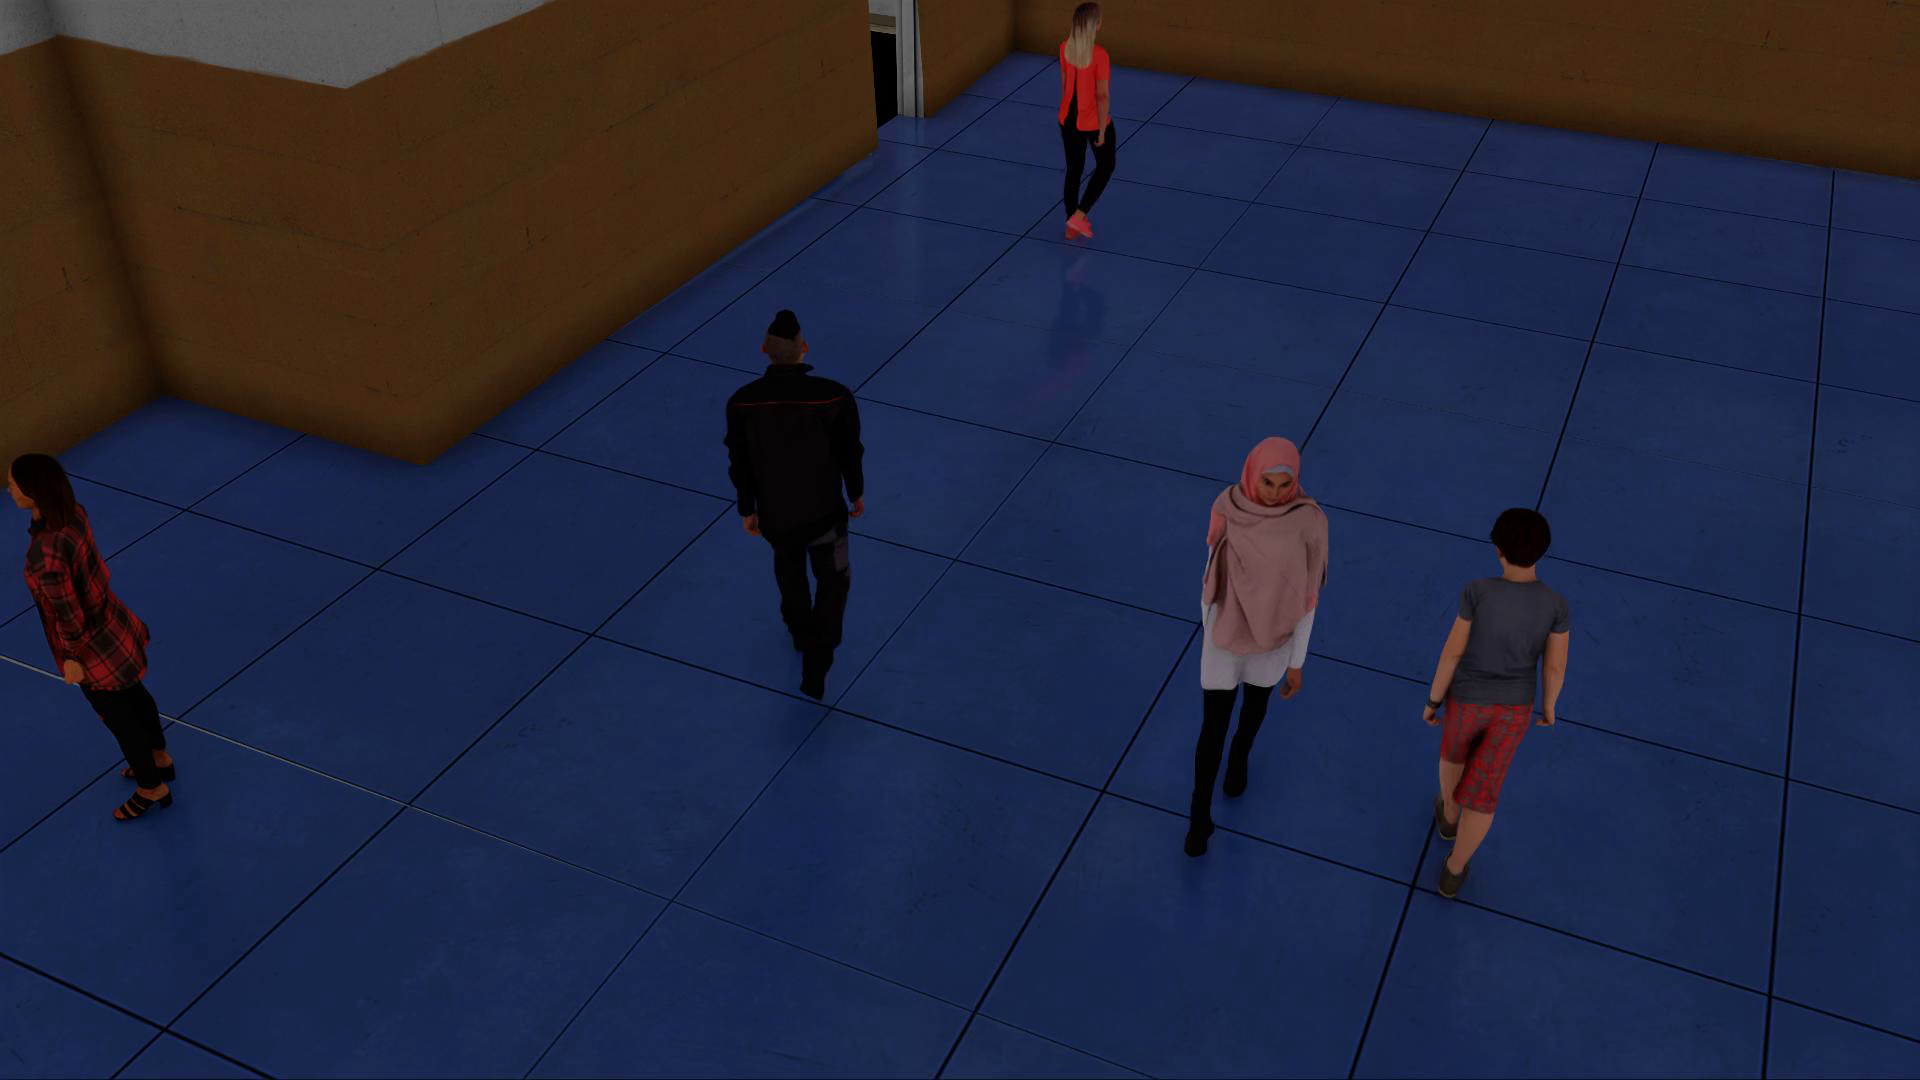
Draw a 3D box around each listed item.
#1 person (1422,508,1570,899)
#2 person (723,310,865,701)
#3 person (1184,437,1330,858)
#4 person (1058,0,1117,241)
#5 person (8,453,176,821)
[{"bbox_3d":[1.990,0.681,6.288,0.800,1.628,0.757,11,35,16],"label":"person"},{"bbox_3d":[-0.703,-0.143,7.326,1.108,1.841,1.050,2,34,3],"label":"person"},{"bbox_3d":[1.198,0.332,6.691,0.964,1.776,0.811,8,35,12],"label":"person"},{"bbox_3d":[0.810,-2.868,11.584,0.684,1.686,0.729,24,40,31],"label":"person"},{"bbox_3d":[-3.478,0.386,6.675,0.740,1.703,0.701,-7,34,-11],"label":"person"}]
